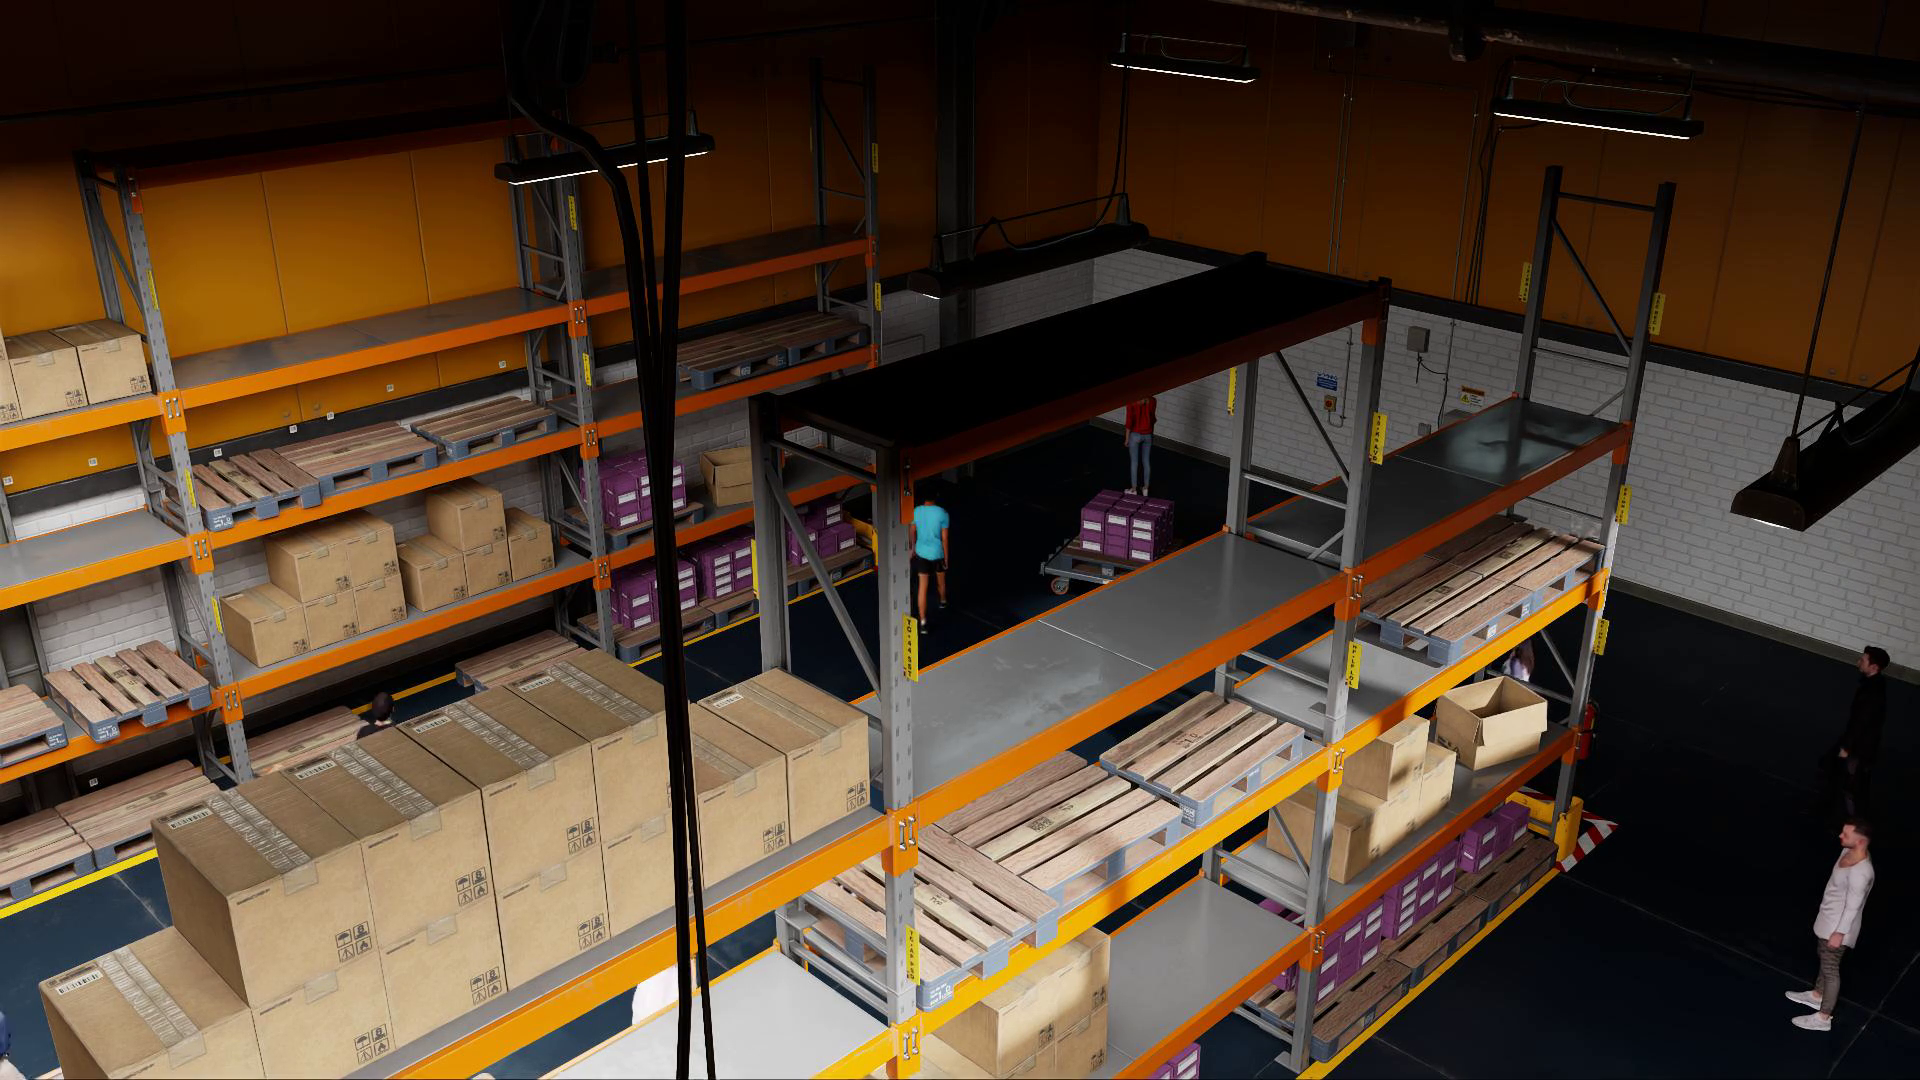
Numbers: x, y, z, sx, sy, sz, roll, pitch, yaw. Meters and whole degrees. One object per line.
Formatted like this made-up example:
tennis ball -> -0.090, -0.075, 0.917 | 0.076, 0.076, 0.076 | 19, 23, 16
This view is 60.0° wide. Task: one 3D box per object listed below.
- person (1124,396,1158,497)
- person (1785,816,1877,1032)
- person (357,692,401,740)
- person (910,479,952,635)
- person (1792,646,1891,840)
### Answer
person -> 2.436, -1.394, 22.435 | 0.586, 1.704, 0.742 | -9, 25, -20
person -> 6.626, 2.858, 12.544 | 0.808, 1.835, 0.666 | 8, 25, 17
person -> -4.877, 2.148, 14.277 | 0.818, 1.748, 0.874 | 1, 24, 2
person -> -0.362, 0.221, 18.707 | 1.017, 1.730, 1.220 | 6, 24, 13
person -> 8.078, 1.844, 14.789 | 0.908, 1.895, 0.881 | 10, 25, 21
